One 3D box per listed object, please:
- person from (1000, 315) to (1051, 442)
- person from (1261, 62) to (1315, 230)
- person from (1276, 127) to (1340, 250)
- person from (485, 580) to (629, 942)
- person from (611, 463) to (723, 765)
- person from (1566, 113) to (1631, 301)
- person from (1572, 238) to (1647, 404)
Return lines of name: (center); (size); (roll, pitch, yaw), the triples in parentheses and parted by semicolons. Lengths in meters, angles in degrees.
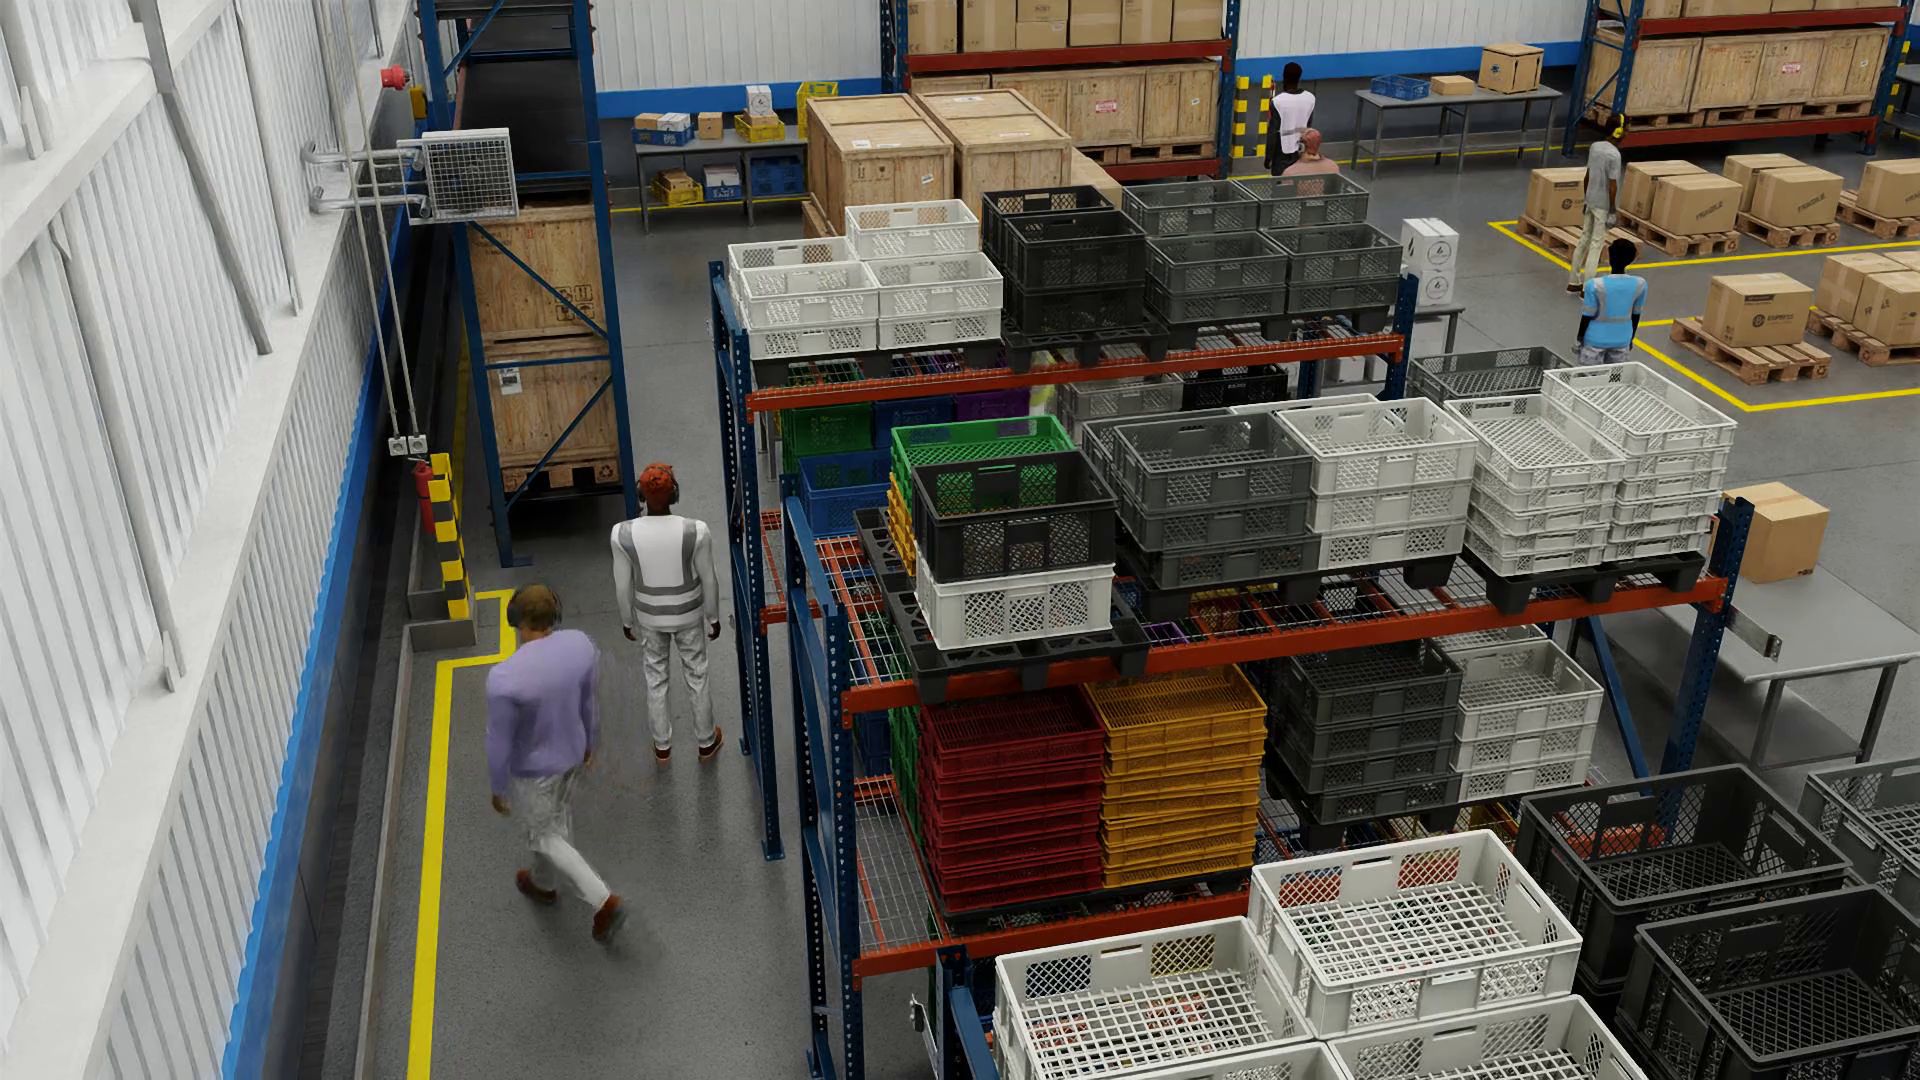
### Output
person: (0.445, -1.083, 12.440); (0.590, 1.808, 0.665); (1, 28, 1)
person: (3.654, -4.324, 18.485); (0.584, 1.909, 0.391); (-16, 32, -28)
person: (3.278, -3.000, 15.965); (0.643, 1.912, 0.410); (-13, 31, -24)
person: (-2.000, 1.095, 8.203); (0.792, 1.902, 0.665); (16, 32, 28)
person: (-1.648, 0.435, 9.476); (0.573, 1.883, 0.355); (-1, 28, -2)
person: (6.411, -3.335, 16.649); (0.328, 1.865, 0.519); (-6, 28, -12)
person: (5.275, -1.635, 13.599); (0.540, 1.695, 0.317); (-3, 28, -6)
